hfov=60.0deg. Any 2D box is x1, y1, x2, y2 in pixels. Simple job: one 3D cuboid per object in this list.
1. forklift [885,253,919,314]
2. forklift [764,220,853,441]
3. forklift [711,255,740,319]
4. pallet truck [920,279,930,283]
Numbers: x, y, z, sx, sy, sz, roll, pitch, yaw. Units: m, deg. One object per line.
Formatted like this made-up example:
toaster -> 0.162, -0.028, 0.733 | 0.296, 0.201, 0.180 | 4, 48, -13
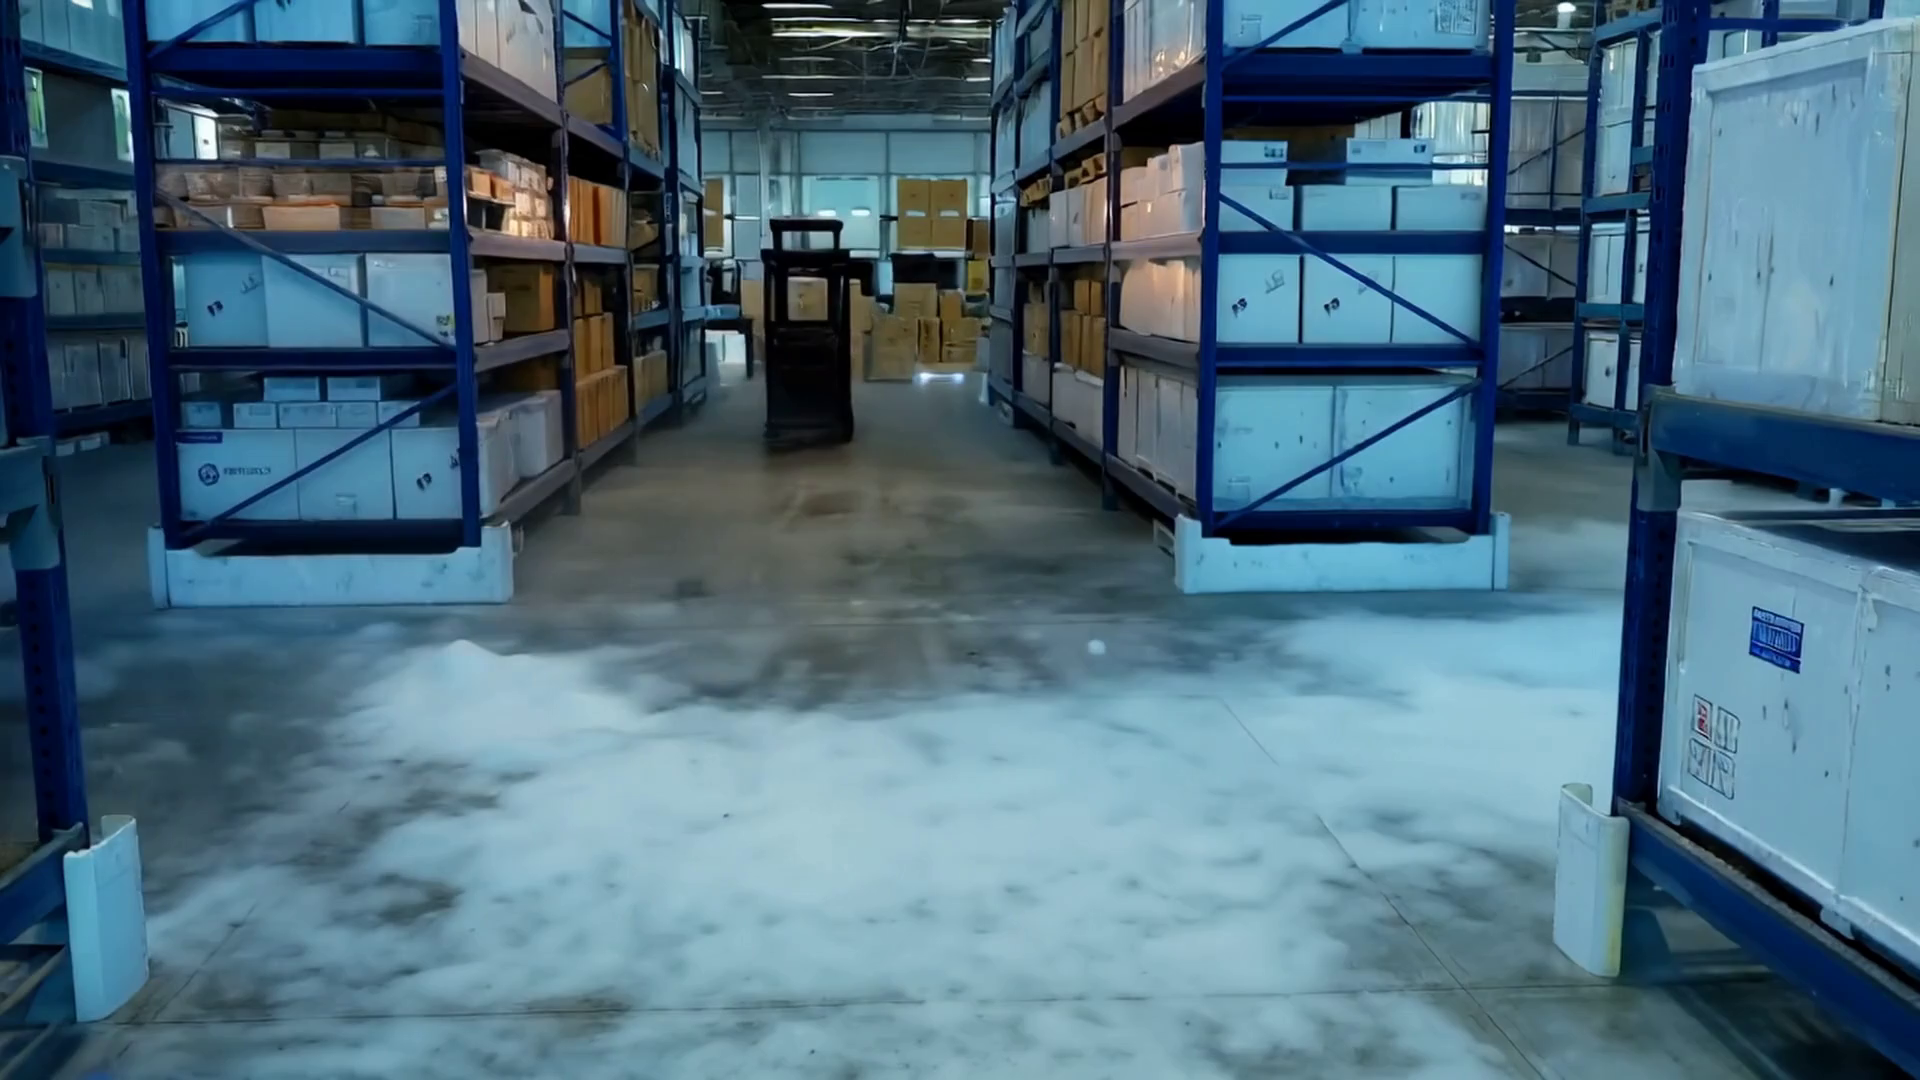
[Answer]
forklift -> -1.788, -7.999, 54.557 | 1.129, 2.768, 1.873 | -6, 11, -32
forklift -> -1.973, -2.762, 21.670 | 1.129, 2.768, 1.873 | -1, 9, -4
forklift -> -8.400, -8.786, 59.500 | 1.129, 2.768, 1.873 | -1, 9, -4
pallet truck -> -0.932, -8.922, 63.114 | 1.885, 1.965, 0.823 | 2, 9, 13
